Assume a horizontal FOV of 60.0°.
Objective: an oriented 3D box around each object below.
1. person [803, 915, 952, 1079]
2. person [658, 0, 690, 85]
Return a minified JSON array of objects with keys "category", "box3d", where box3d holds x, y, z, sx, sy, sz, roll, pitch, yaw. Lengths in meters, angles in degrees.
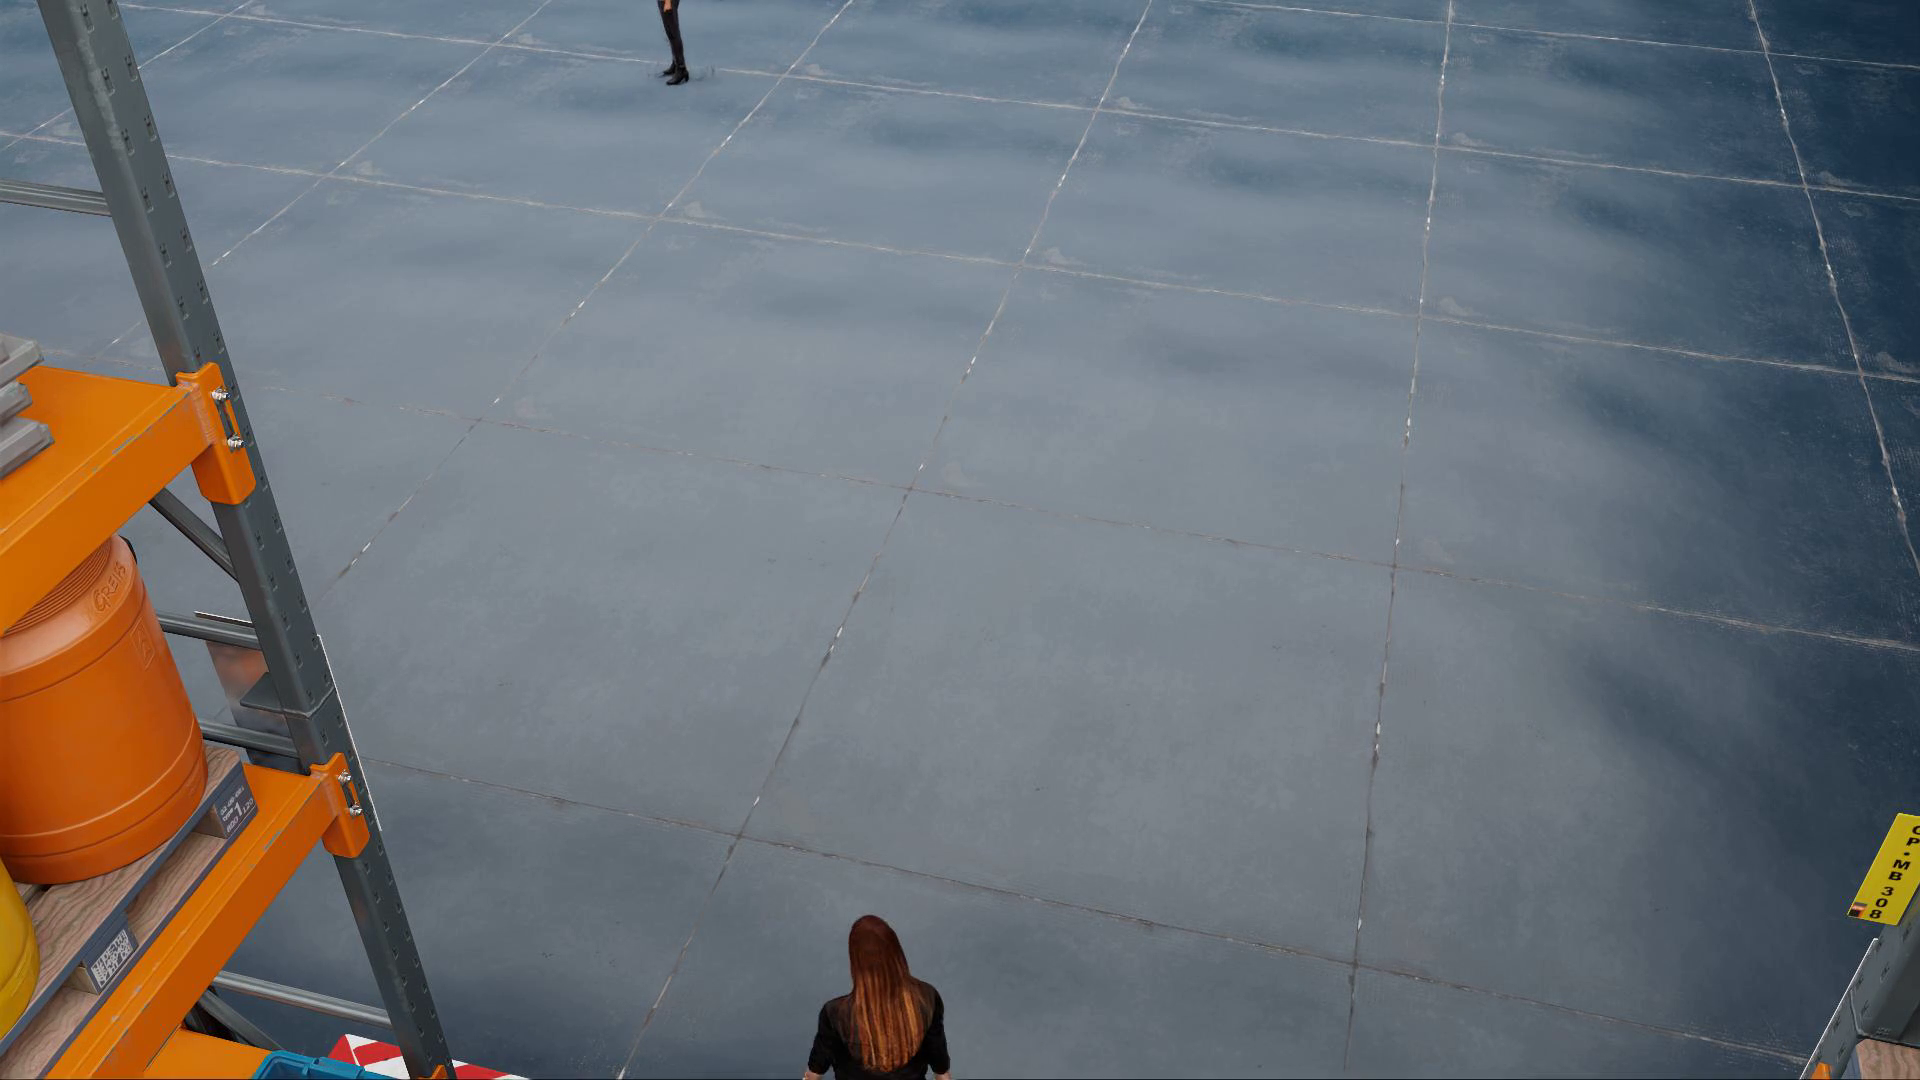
[{"category":"person","box3d":[-0.246,2.100,6.021,0.894,1.683,0.965,-15,41,-19]},{"category":"person","box3d":[-2.660,-4.952,15.113,0.716,1.588,0.568,-7,39,-9]}]
